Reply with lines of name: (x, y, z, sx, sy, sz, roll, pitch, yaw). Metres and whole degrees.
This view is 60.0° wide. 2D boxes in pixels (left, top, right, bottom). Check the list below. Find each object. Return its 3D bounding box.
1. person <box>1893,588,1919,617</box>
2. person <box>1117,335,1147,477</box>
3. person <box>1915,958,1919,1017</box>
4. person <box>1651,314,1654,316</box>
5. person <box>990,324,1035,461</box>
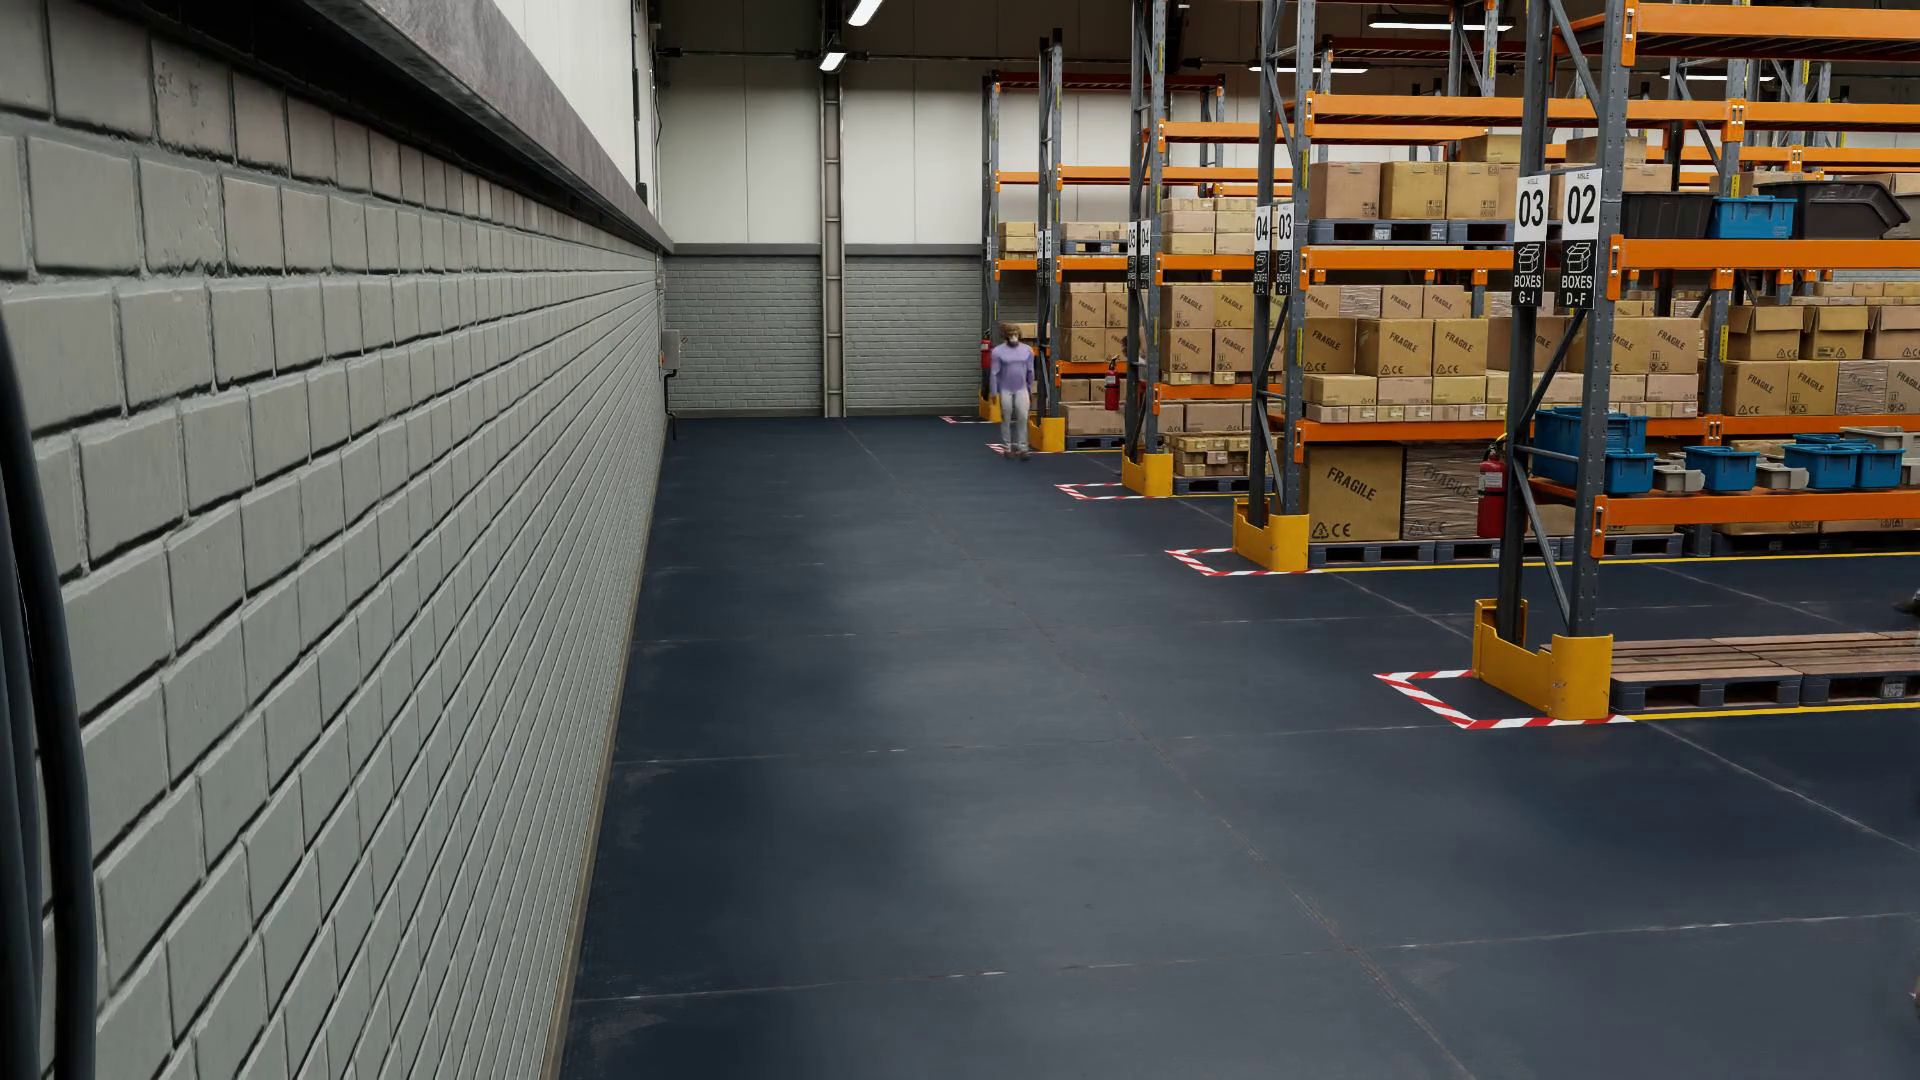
person: (7.540, -0.308, 12.468, 0.943, 1.897, 0.654, -2, 9, -11)
person: (2.225, -1.690, 21.162, 0.371, 1.857, 0.513, 0, 9, -2)
person: (3.524, 0.782, 5.390, 0.643, 2.015, 0.536, -1, 9, -4)
person: (10.060, -2.271, 24.145, 0.372, 2.044, 0.608, 0, 9, -2)
person: (0.754, -2.034, 23.115, 0.652, 1.900, 0.920, -1, 9, -8)
